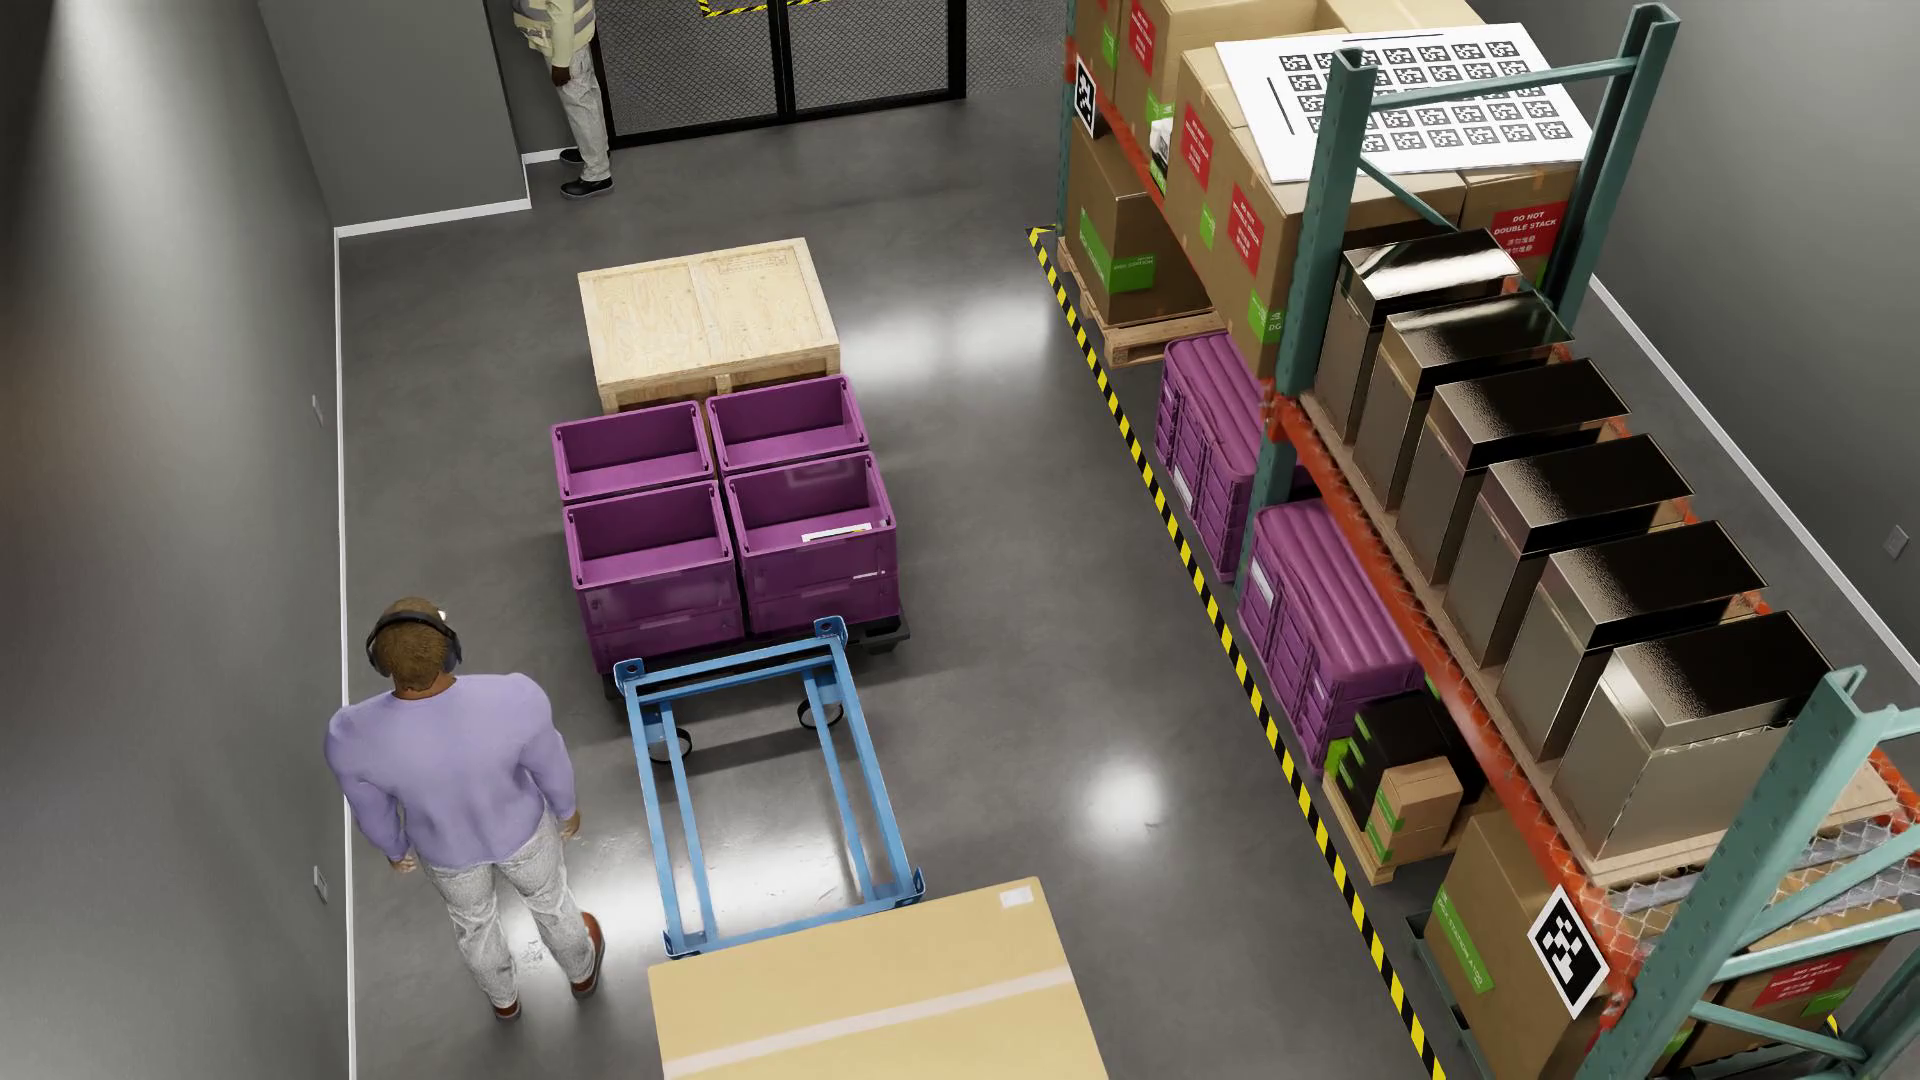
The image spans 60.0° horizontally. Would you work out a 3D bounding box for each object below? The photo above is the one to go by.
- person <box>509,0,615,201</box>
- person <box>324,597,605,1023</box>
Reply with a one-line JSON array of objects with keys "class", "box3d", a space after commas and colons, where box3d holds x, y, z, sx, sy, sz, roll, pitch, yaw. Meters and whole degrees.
[{"class": "person", "box3d": [-2.012, -2.558, 8.306, 0.403, 1.830, 0.601, -6, 48, -5]}, {"class": "person", "box3d": [-1.473, 0.870, 5.088, 0.630, 1.938, 0.369, -12, 48, -10]}]
